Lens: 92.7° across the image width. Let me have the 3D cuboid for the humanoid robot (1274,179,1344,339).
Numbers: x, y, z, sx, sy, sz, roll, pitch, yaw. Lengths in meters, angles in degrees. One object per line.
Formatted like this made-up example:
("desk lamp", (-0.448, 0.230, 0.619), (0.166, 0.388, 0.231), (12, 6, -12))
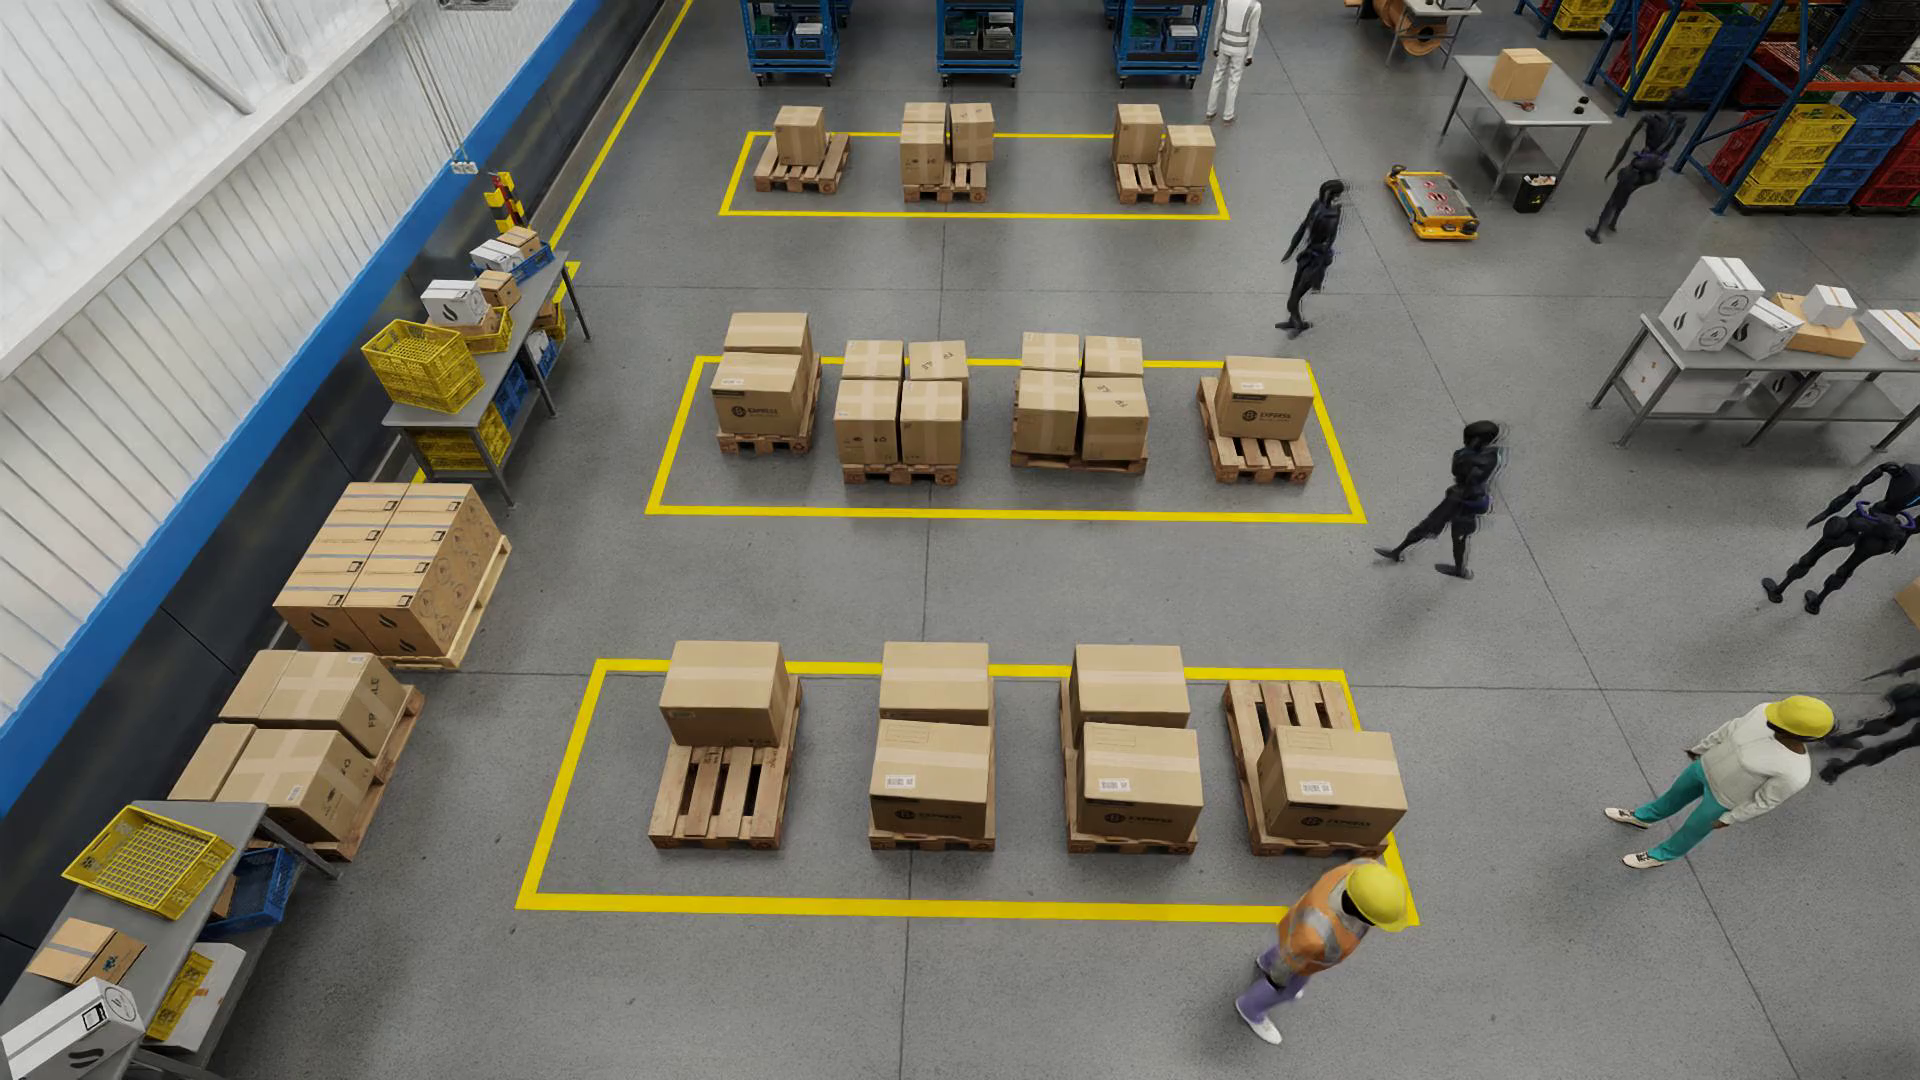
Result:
("humanoid robot", (3.386, -2.737, 8.969), (0.402, 1.644, 0.600), (-3, 49, -3))

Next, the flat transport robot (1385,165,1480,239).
("flat transport robot", (5.692, -4.094, 11.059), (0.652, 0.197, 1.431), (1, 49, 1))

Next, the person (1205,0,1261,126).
("person", (3.593, -6.439, 12.038), (0.572, 1.886, 0.357), (30, 56, 24))

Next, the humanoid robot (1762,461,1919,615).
("humanoid robot", (6.638, -0.102, 6.687), (0.571, 1.652, 0.317), (19, 52, 16))

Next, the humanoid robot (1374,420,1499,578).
("humanoid robot", (3.755, -0.283, 6.886), (0.785, 1.602, 0.548), (7, 50, 6))

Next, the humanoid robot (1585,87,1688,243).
("humanoid robot", (7.607, -4.155, 10.212), (0.576, 1.629, 0.448), (-2, 49, -2))

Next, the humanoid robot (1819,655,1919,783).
("humanoid robot", (6.145, 1.033, 5.723), (0.574, 1.617, 0.642), (-13, 50, -11))

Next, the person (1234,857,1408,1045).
("person", (1.819, 2.058, 4.663), (0.596, 1.919, 0.393), (-36, 58, -27))

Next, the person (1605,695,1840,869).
("person", (4.400, 1.411, 5.326), (0.324, 1.760, 0.523), (6, 49, 6))
